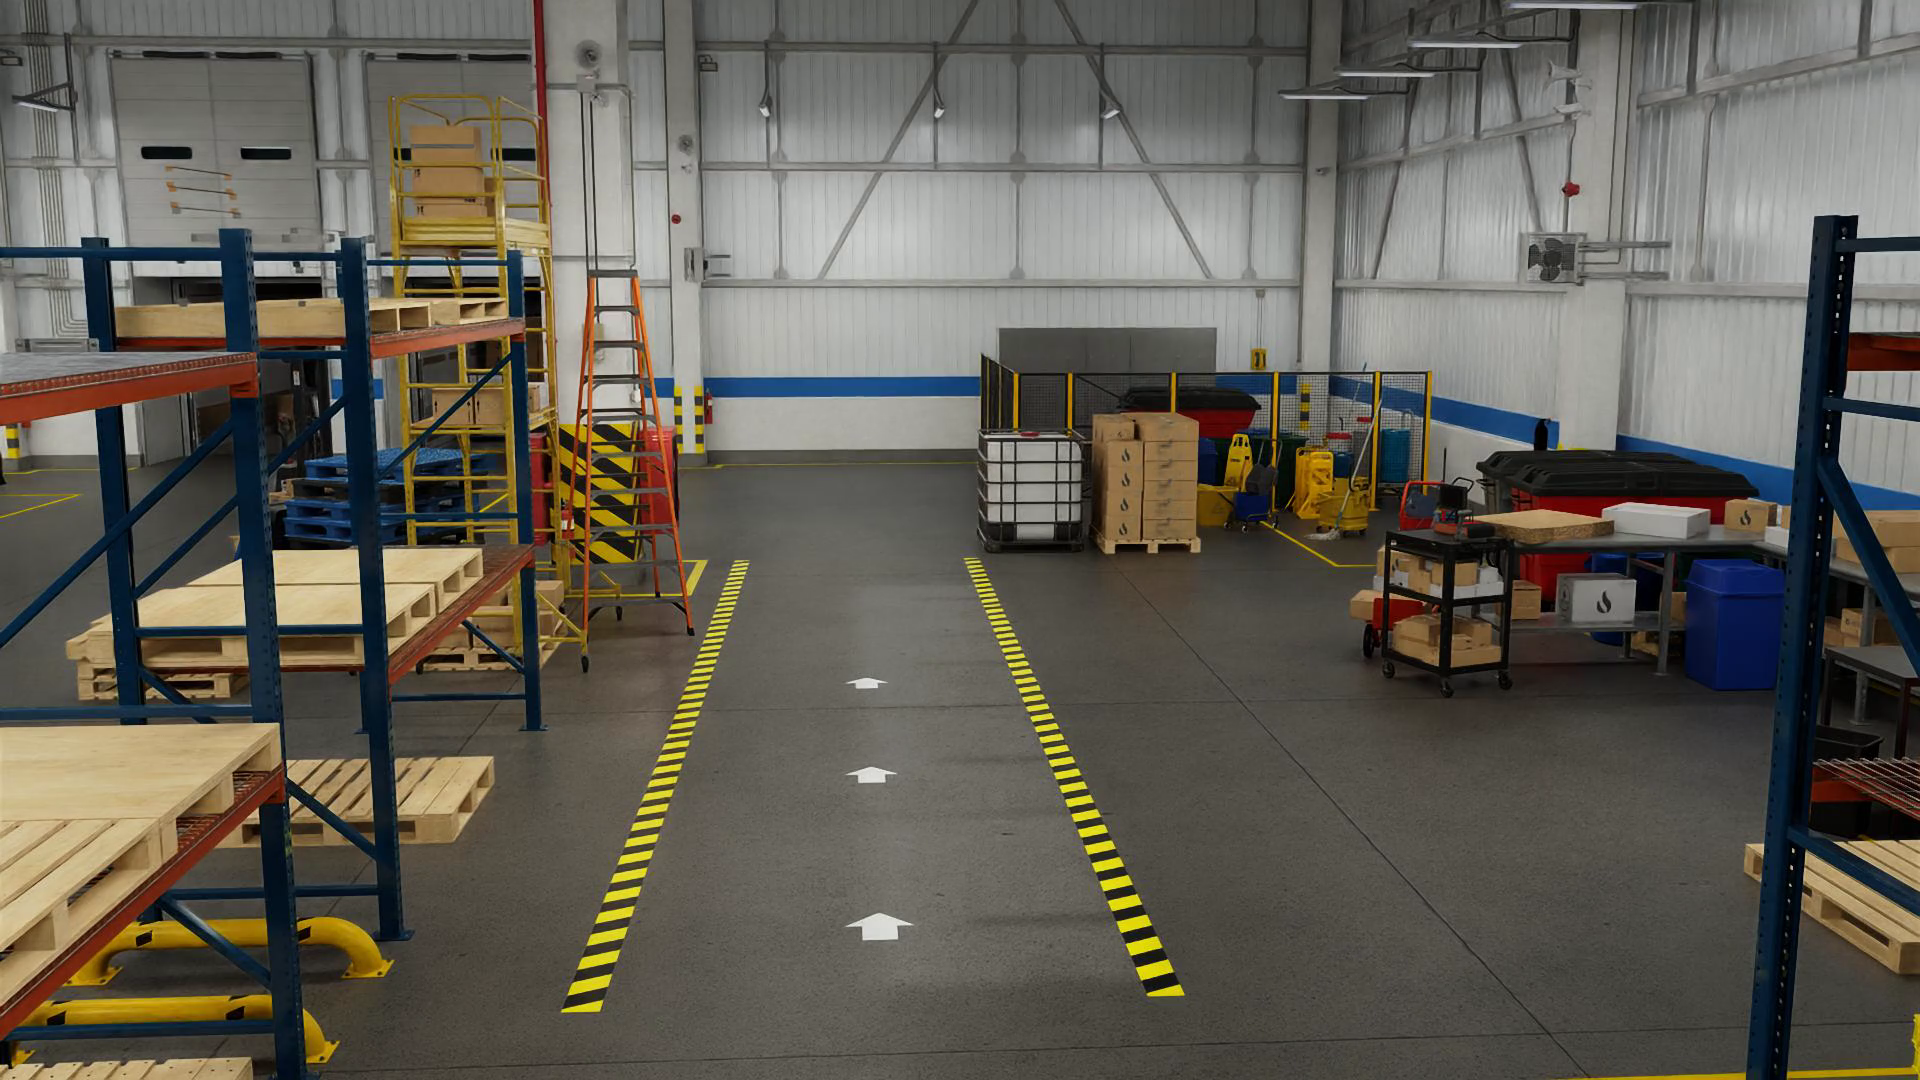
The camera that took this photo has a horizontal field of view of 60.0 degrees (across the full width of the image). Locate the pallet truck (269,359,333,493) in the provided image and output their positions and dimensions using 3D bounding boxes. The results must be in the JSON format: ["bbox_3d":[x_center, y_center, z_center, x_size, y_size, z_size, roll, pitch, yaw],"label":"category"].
[{"bbox_3d":[-7.062,-1.131,18.996,1.885,1.965,0.823,2,9,13],"label":"pallet truck"}]

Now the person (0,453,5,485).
[{"bbox_3d":[-13.392,-1.682,22.691,0.543,1.928,0.393,2,9,12],"label":"person"}]
